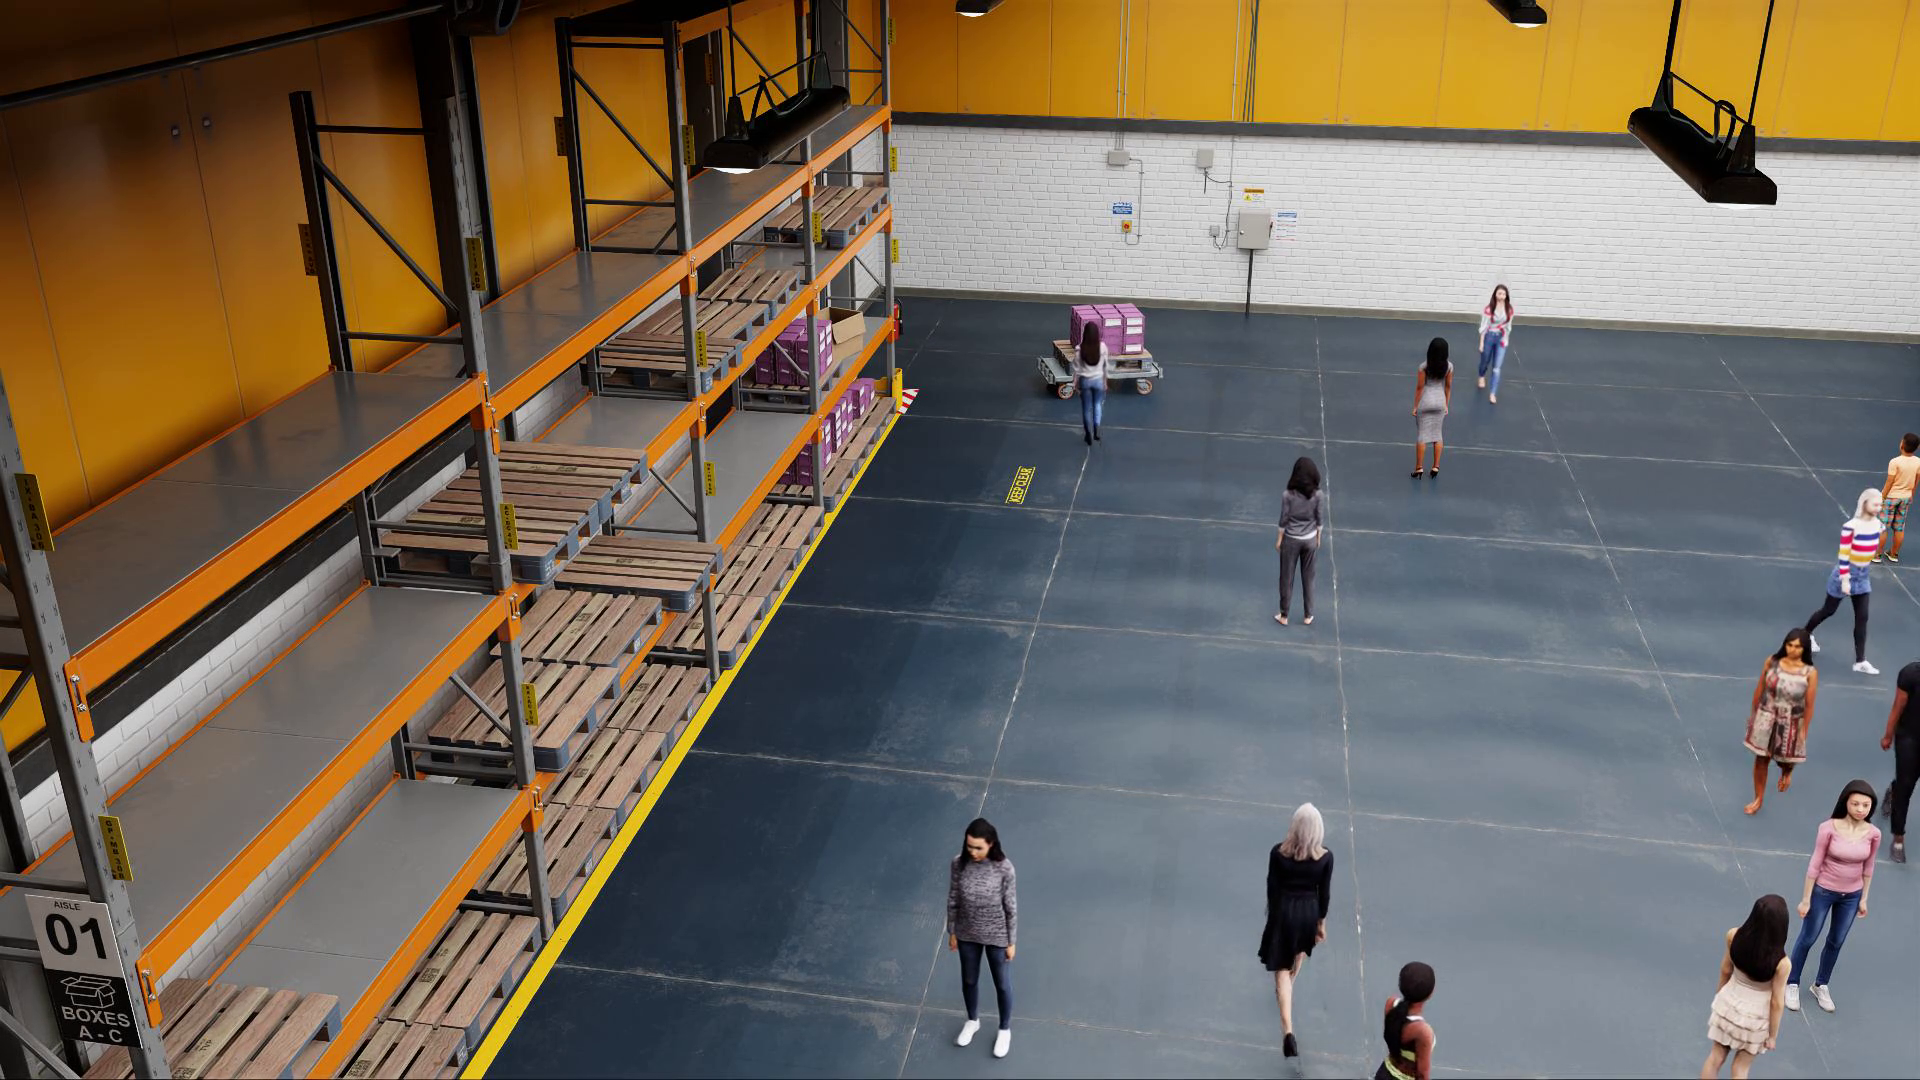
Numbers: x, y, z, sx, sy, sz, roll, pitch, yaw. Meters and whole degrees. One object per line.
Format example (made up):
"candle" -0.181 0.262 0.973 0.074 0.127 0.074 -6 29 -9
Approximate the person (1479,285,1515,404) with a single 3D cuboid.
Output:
"person" 7.410 -2.771 23.148 0.607 1.571 1.098 3 24 7

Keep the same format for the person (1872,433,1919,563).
"person" 10.139 -0.459 17.997 0.580 1.461 0.562 -2 24 -5

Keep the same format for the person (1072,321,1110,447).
"person" 1.704 -1.976 21.262 0.704 1.625 0.709 -4 24 -10

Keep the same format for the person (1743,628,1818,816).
"person" 6.660 1.427 13.464 0.867 1.635 0.950 20 31 39

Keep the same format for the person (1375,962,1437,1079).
"person" 2.419 3.155 9.380 0.807 1.741 0.751 -11 26 -24

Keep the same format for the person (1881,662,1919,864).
"person" 7.519 1.541 13.033 0.801 1.772 1.273 8 25 18

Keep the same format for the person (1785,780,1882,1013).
"person" 5.872 2.376 11.160 0.585 1.742 0.508 3 24 6

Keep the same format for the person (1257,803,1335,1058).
"person" 2.170 2.547 10.809 0.688 1.710 1.130 1 24 2

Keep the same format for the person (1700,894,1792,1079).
"person" 4.704 2.878 10.023 0.714 1.734 0.653 -15 28 -31

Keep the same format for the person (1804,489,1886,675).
"person" 8.368 0.345 15.777 0.982 1.765 1.237 -6 24 -14

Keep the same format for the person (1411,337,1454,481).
"person" 5.727 -1.600 20.208 0.639 1.781 0.607 -1 24 -3

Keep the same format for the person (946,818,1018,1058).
"person" 0.161 2.539 10.802 0.642 1.731 0.573 7 25 15

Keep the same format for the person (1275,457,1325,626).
"person" 3.374 0.015 16.533 0.633 1.764 0.564 0 24 1
